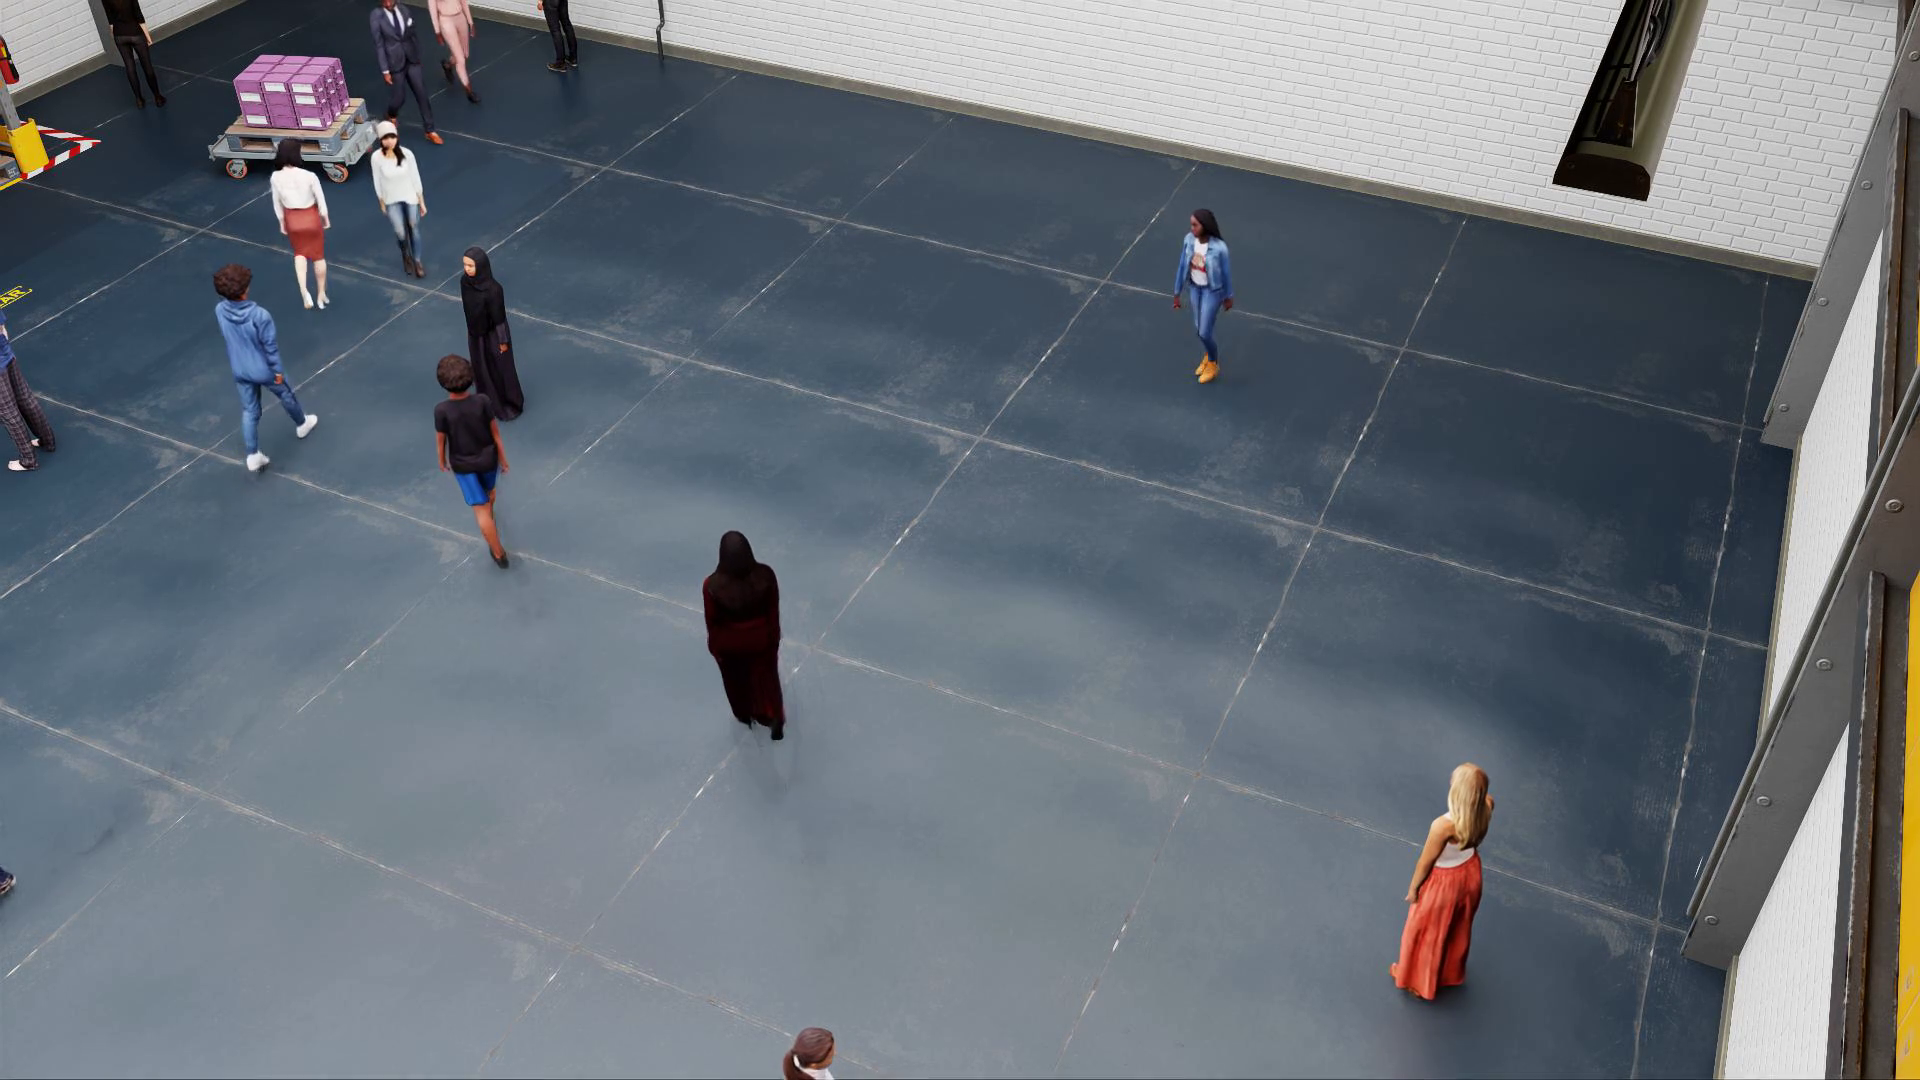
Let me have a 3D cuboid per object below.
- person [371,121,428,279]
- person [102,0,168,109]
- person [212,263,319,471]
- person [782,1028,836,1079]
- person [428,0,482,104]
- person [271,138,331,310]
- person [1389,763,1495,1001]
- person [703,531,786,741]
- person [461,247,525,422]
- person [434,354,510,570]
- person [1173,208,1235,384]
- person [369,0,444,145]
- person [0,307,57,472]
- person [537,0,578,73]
[{"bbox_3d":[-5.452,-3.345,16.240,0.695,1.632,0.760,-15,41,-18],"label":"person"},{"bbox_3d":[-9.670,-5.852,19.373,0.635,1.639,0.680,-9,40,-11],"label":"person"},{"bbox_3d":[-5.841,-1.397,13.681,0.926,1.781,1.222,4,39,5],"label":"person"},{"bbox_3d":[-0.726,2.981,8.378,0.664,1.558,0.626,-21,43,-24],"label":"person"},{"bbox_3d":[-5.996,-6.032,19.551,0.885,1.700,1.058,30,47,32],"label":"person"},{"bbox_3d":[-6.139,-2.895,15.593,0.772,1.736,0.832,-9,40,-11],"label":"person"},{"bbox_3d":[2.788,1.947,9.478,0.693,1.800,0.782,-20,43,-23],"label":"person"},{"bbox_3d":[-1.415,0.712,11.072,0.910,1.742,0.968,-14,41,-16],"label":"person"},{"bbox_3d":[-4.053,-1.800,14.318,0.645,1.616,0.637,23,44,26],"label":"person"},{"bbox_3d":[-3.665,-0.544,12.635,1.129,1.754,1.103,-19,42,-22],"label":"person"},{"bbox_3d":[2.229,-2.180,14.738,0.735,1.686,0.775,23,44,26],"label":"person"},{"bbox_3d":[-6.288,-5.318,18.576,0.999,1.800,1.045,31,48,33],"label":"person"},{"bbox_3d":[-7.909,-1.430,13.649,0.771,1.872,0.571,6,39,8],"label":"person"},{"bbox_3d":[-4.923,-6.602,20.189,0.733,1.793,0.519,23,44,26],"label":"person"}]
